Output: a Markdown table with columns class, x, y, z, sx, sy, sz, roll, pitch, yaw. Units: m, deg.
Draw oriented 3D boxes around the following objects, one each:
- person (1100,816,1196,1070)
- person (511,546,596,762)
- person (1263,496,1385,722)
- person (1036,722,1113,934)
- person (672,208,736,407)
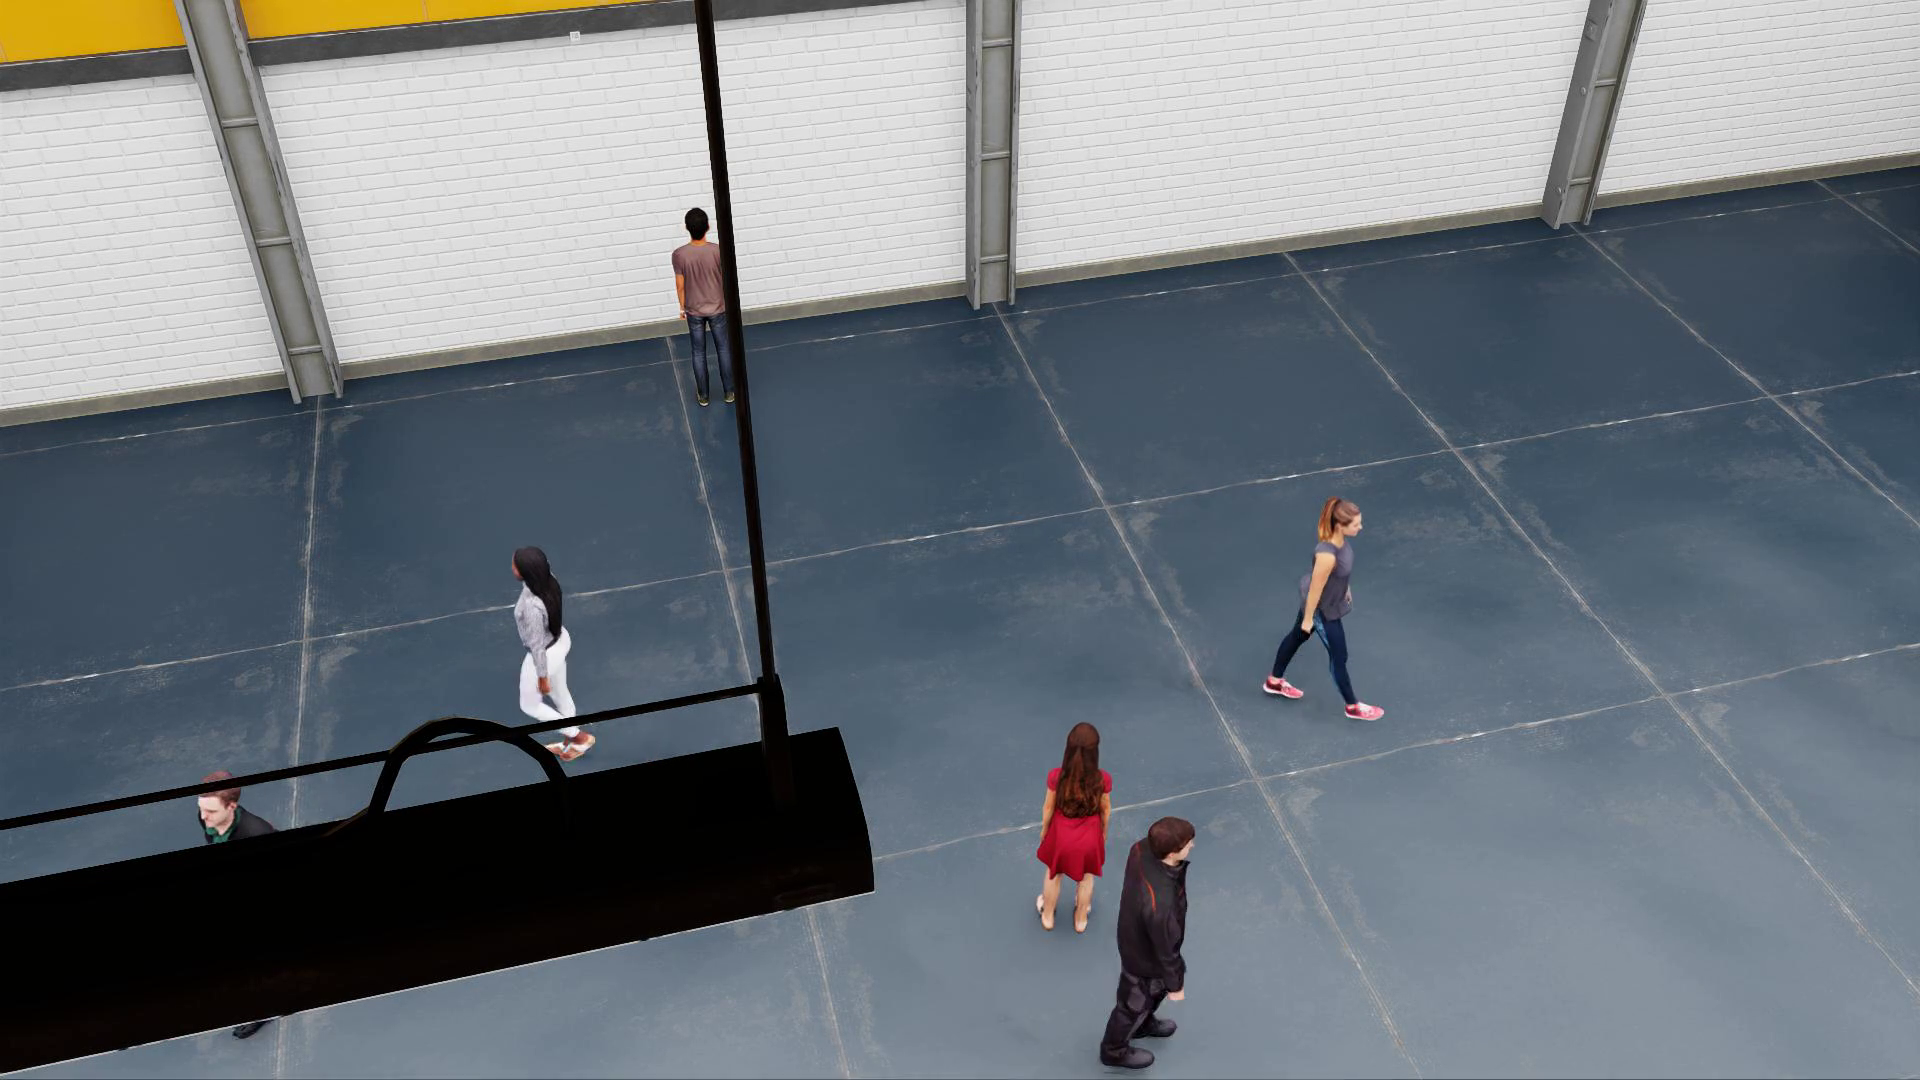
| class | x | y | z | sx | sy | sz | roll | pitch | yaw |
| --- | --- | --- | --- | --- | --- | --- | --- | --- | --- |
| person | 0.879 | 2.100 | 8.600 | 0.784 | 1.821 | 0.819 | 0 | 39 | 0 |
| person | -2.497 | 0.738 | 10.388 | 0.745 | 1.718 | 0.715 | 2 | 39 | 3 |
| person | 2.257 | 0.416 | 10.812 | 1.119 | 1.692 | 0.967 | 13 | 40 | 16 |
| person | 0.647 | 1.646 | 9.387 | 0.611 | 1.549 | 0.683 | 0 | 39 | 0 |
| person | -2.079 | -1.902 | 13.645 | 0.519 | 1.779 | 0.707 | -5 | 39 | -6 |
